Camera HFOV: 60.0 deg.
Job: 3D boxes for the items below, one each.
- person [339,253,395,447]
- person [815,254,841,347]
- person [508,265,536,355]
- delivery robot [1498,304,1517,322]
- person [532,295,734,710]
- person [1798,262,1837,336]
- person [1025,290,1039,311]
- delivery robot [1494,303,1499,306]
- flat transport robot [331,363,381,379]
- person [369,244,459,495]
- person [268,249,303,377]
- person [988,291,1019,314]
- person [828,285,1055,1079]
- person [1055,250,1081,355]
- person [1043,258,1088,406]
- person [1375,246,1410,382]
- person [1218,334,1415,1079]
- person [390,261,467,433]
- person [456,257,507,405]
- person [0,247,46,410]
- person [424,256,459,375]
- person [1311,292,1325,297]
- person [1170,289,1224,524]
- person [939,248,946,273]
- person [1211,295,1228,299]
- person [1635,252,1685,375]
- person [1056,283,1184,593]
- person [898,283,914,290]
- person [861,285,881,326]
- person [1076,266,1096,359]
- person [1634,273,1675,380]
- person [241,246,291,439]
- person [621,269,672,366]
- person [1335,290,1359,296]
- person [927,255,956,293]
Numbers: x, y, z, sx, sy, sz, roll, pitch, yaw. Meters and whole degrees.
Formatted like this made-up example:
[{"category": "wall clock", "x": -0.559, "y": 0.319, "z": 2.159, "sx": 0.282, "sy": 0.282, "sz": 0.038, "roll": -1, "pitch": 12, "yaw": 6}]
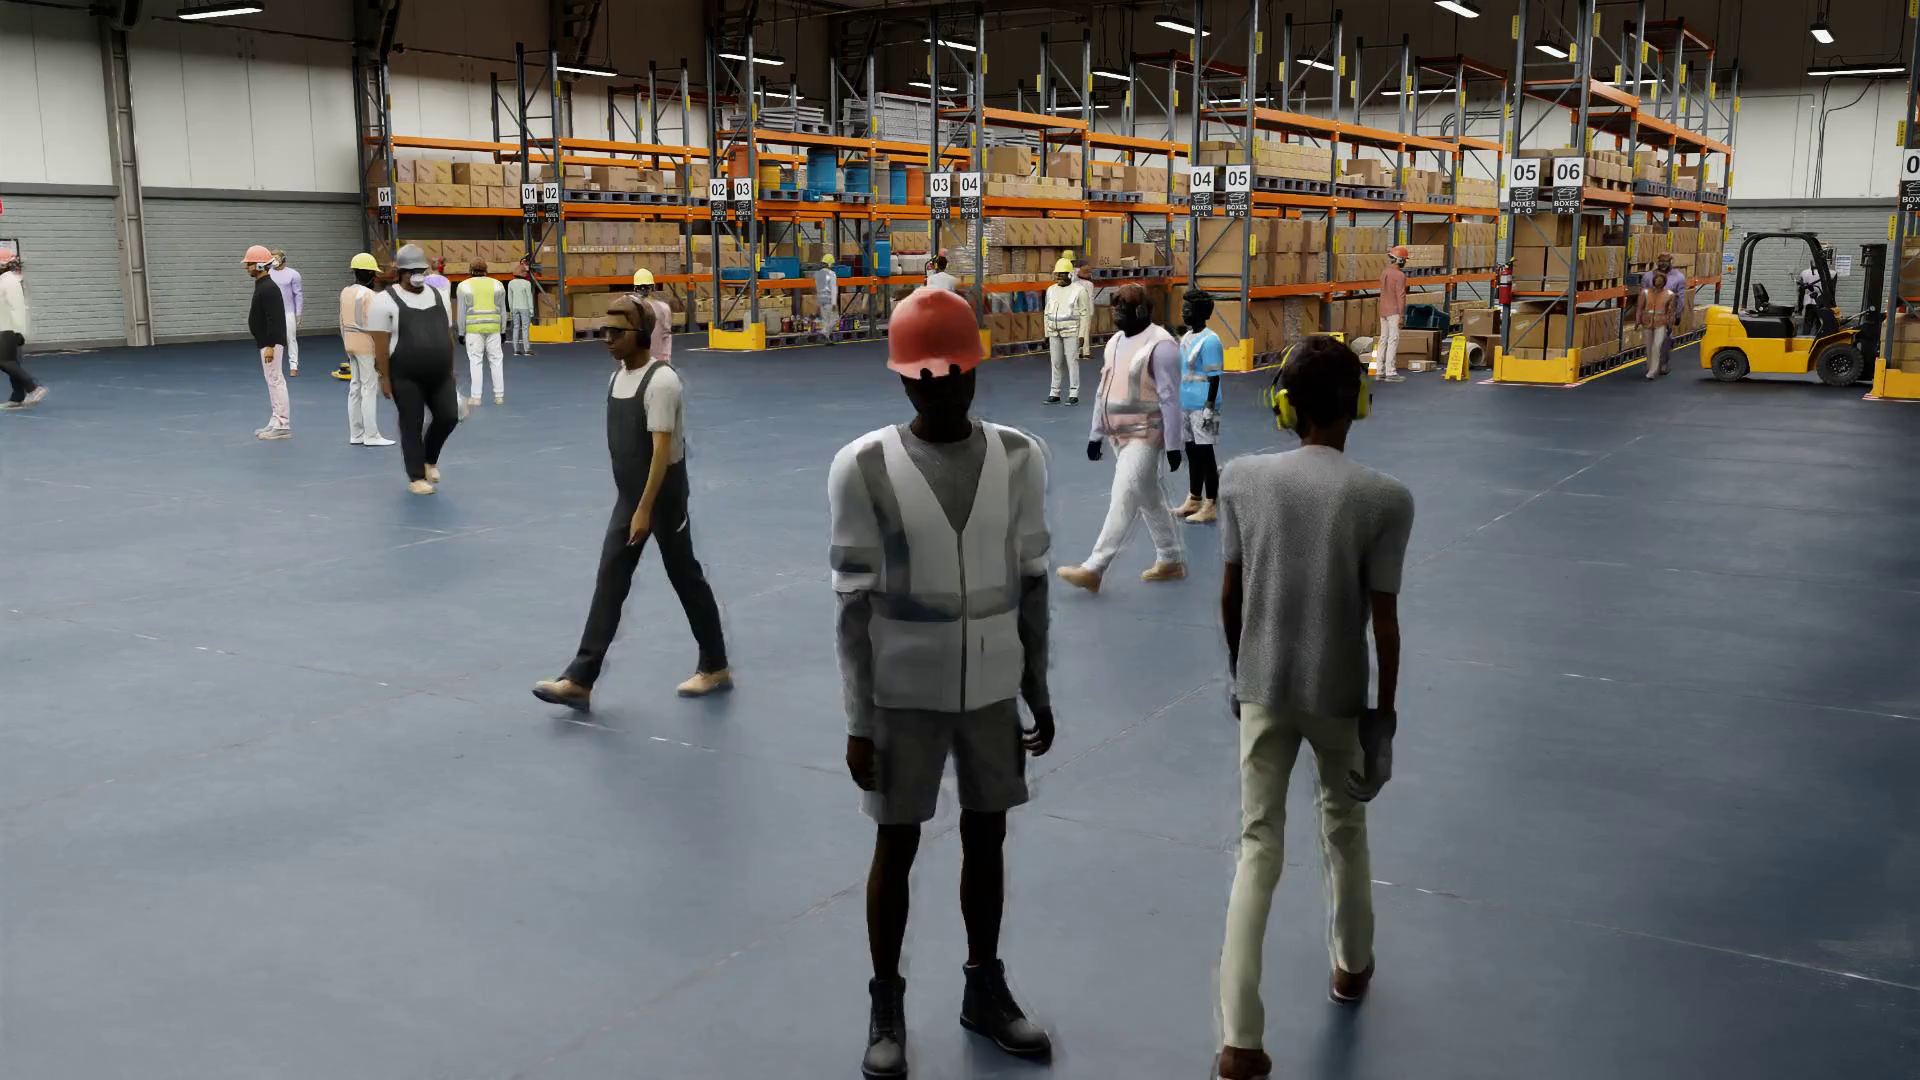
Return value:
[{"category": "person", "x": -5.950, "y": -1.897, "z": 16.642, "sx": 0.591, "sy": 1.921, "sz": 0.382, "roll": 9, "pitch": 13, "yaw": 41}, {"category": "person", "x": -2.582, "y": -4.655, "z": 32.394, "sx": 0.597, "sy": 1.819, "sz": 0.428, "roll": 10, "pitch": 14, "yaw": 43}, {"category": "person", "x": -7.944, "y": -4.162, "z": 30.142, "sx": 0.504, "sy": 1.631, "sz": 0.282, "roll": 4, "pitch": 11, "yaw": 23}, {"category": "delivery robot", "x": 13.104, "y": -5.487, "z": 40.322, "sx": 0.707, "sy": 0.478, "sz": 0.477, "roll": -1, "pitch": 10, "yaw": -6}, {"category": "person", "x": -1.407, "y": -0.151, "z": 7.215, "sx": 0.535, "sy": 1.791, "sz": 0.982, "roll": 10, "pitch": 14, "yaw": 44}, {"category": "person", "x": 15.090, "y": -4.148, "z": 29.322, "sx": 0.589, "sy": 1.903, "sz": 0.771, "roll": 7, "pitch": 12, "yaw": 34}, {"category": "person", "x": 1.738, "y": -5.808, "z": 39.036, "sx": 0.535, "sy": 1.757, "sz": 0.434, "roll": 5, "pitch": 11, "yaw": 25}, {"category": "delivery robot", "x": 13.187, "y": -5.588, "z": 40.887, "sx": 0.477, "sy": 0.478, "sz": 0.707, "roll": -2, "pitch": 10, "yaw": -12}, {"category": "flat transport robot", "x": -8.660, "y": -2.572, "z": 25.050, "sx": 1.431, "sy": 0.197, "sz": 0.652, "roll": -6, "pitch": 12, "yaw": -31}, {"category": "person", "x": -4.379, "y": -1.387, "z": 13.459, "sx": 0.694, "sy": 2.000, "sz": 0.558, "roll": -10, "pitch": 14, "yaw": -43}, {"category": "person", "x": -10.289, "y": -3.437, "z": 25.229, "sx": 0.629, "sy": 1.940, "sz": 0.377, "roll": -1, "pitch": 10, "yaw": -5}, {"category": "person", "x": 0.853, "y": -4.817, "z": 32.988, "sx": 0.629, "sy": 1.933, "sz": 0.360, "roll": 1, "pitch": 10, "yaw": 4}, {"category": "person", "x": -0.015, "y": 0.366, "z": 4.015, "sx": 0.595, "sy": 1.924, "sz": 0.396, "roll": -3, "pitch": 11, "yaw": -18}, {"category": "person", "x": 1.913, "y": -4.289, "z": 30.119, "sx": 0.555, "sy": 1.894, "sz": 0.655, "roll": -6, "pitch": 12, "yaw": -32}, {"category": "person", "x": 1.299, "y": -2.593, "z": 20.797, "sx": 0.602, "sy": 1.830, "sz": 0.404, "roll": 7, "pitch": 12, "yaw": 34}, {"category": "person", "x": 6.379, "y": -3.317, "z": 24.429, "sx": 0.401, "sy": 1.986, "sz": 0.610, "roll": -3, "pitch": 11, "yaw": -16}, {"category": "person", "x": 0.860, "y": 0.398, "z": 4.137, "sx": 0.481, "sy": 1.814, "sz": 0.968, "roll": 4, "pitch": 11, "yaw": 19}, {"category": "person", "x": -5.759, "y": -2.095, "z": 17.930, "sx": 0.637, "sy": 1.860, "sz": 0.759, "roll": 7, "pitch": 12, "yaw": 35}, {"category": "person", "x": -6.008, "y": -2.618, "z": 20.909, "sx": 0.620, "sy": 1.845, "sz": 0.430, "roll": -6, "pitch": 12, "yaw": -29}, {"category": "person", "x": -11.563, "y": -2.566, "z": 20.230, "sx": 0.467, "sy": 1.977, "sz": 0.622, "roll": -6, "pitch": 12, "yaw": -30}, {"category": "person", "x": -7.944, "y": -3.379, "z": 25.217, "sx": 0.580, "sy": 1.824, "sz": 0.630, "roll": 5, "pitch": 11, "yaw": 26}, {"category": "person", "x": 9.303, "y": -6.746, "z": 43.572, "sx": 1.019, "sy": 1.995, "sz": 0.641, "roll": 3, "pitch": 10, "yaw": 15}, {"category": "person", "x": 1.724, "y": -0.969, "z": 12.081, "sx": 0.317, "sy": 1.695, "sz": 0.540, "roll": -3, "pitch": 10, "yaw": -15}, {"category": "person", "x": -0.320, "y": -4.931, "z": 33.657, "sx": 0.545, "sy": 1.921, "sz": 0.436, "roll": 5, "pitch": 11, "yaw": 26}, {"category": "person", "x": 5.450, "y": -5.151, "z": 35.314, "sx": 0.533, "sy": 1.767, "sz": 0.326, "roll": 7, "pitch": 12, "yaw": 33}, {"category": "person", "x": 10.814, "y": -3.495, "z": 25.741, "sx": 0.663, "sy": 1.876, "sz": 0.824, "roll": 6, "pitch": 12, "yaw": 30}, {"category": "person", "x": 0.980, "y": -0.599, "z": 9.747, "sx": 0.974, "sy": 1.786, "sz": 0.654, "roll": -5, "pitch": 11, "yaw": -24}, {"category": "person", "x": -1.591, "y": -7.497, "z": 48.007, "sx": 0.611, "sy": 1.936, "sz": 0.935, "roll": 6, "pitch": 12, "yaw": 29}, {"category": "person", "x": -2.079, "y": -5.691, "z": 38.717, "sx": 0.530, "sy": 1.618, "sz": 0.343, "roll": 4, "pitch": 11, "yaw": 19}, {"category": "person", "x": 2.178, "y": -3.989, "z": 29.174, "sx": 0.285, "sy": 1.631, "sz": 0.501, "roll": -7, "pitch": 12, "yaw": -35}, {"category": "person", "x": 10.402, "y": -3.202, "z": 24.892, "sx": 0.514, "sy": 1.589, "sz": 0.885, "roll": 6, "pitch": 12, "yaw": 32}, {"category": "person", "x": -7.193, "y": -2.044, "z": 17.265, "sx": 0.393, "sy": 1.995, "sz": 0.612, "roll": -5, "pitch": 11, "yaw": -25}, {"category": "person", "x": -3.160, "y": -1.836, "z": 16.747, "sx": 0.525, "sy": 1.769, "sz": 0.311, "roll": -2, "pitch": 10, "yaw": -9}, {"category": "person", "x": 8.533, "y": -5.316, "z": 36.661, "sx": 0.540, "sy": 1.603, "sz": 0.709, "roll": 1, "pitch": 10, "yaw": 7}, {"category": "person", "x": -0.314, "y": -3.776, "z": 27.445, "sx": 0.530, "sy": 1.837, "sz": 0.916, "roll": -4, "pitch": 11, "yaw": -23}]
